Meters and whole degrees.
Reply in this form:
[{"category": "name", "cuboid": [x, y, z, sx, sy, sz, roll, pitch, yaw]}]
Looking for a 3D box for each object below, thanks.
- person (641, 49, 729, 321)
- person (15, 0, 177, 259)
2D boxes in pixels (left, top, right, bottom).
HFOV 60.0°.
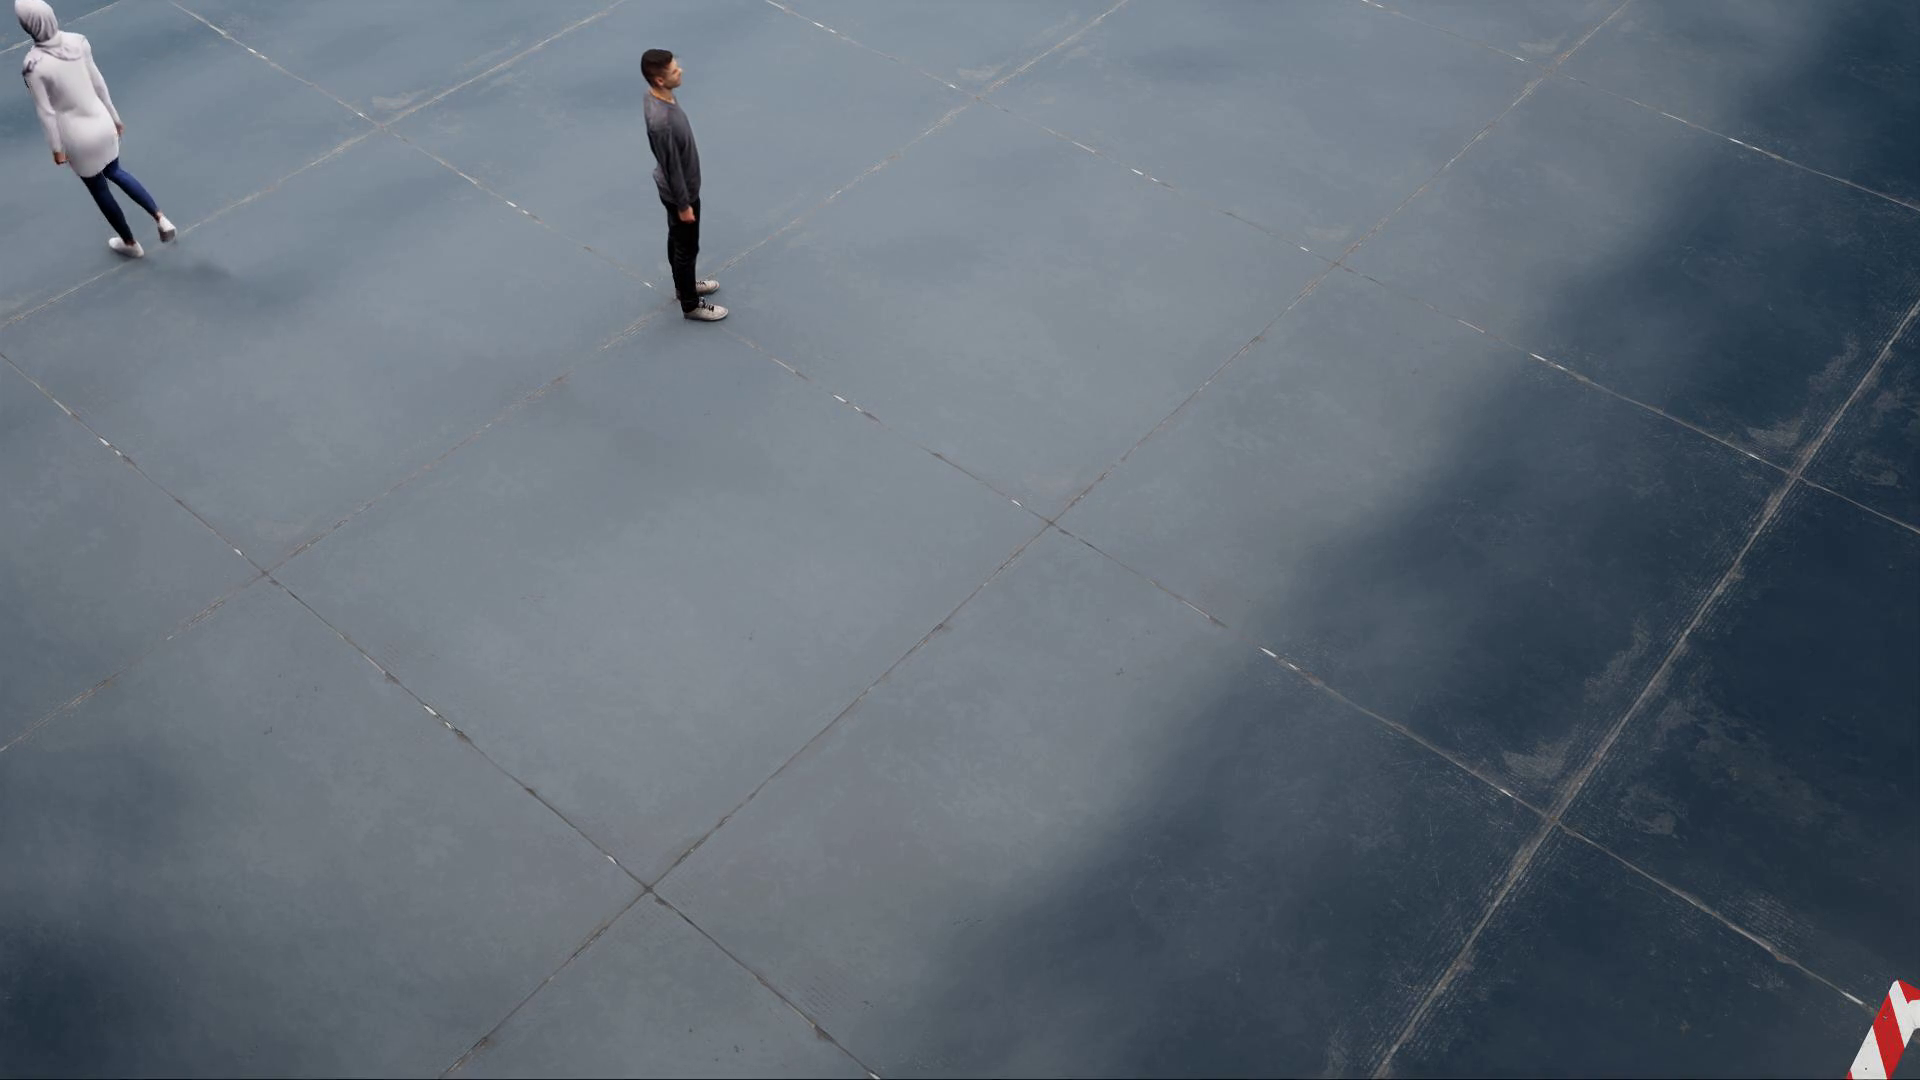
[{"category": "person", "cuboid": [-1.666, -2.085, 9.793, 0.762, 1.762, 0.669, -11, 48, -10]}, {"category": "person", "cuboid": [-5.250, -2.448, 10.127, 0.854, 1.764, 0.728, 19, 50, 17]}]
